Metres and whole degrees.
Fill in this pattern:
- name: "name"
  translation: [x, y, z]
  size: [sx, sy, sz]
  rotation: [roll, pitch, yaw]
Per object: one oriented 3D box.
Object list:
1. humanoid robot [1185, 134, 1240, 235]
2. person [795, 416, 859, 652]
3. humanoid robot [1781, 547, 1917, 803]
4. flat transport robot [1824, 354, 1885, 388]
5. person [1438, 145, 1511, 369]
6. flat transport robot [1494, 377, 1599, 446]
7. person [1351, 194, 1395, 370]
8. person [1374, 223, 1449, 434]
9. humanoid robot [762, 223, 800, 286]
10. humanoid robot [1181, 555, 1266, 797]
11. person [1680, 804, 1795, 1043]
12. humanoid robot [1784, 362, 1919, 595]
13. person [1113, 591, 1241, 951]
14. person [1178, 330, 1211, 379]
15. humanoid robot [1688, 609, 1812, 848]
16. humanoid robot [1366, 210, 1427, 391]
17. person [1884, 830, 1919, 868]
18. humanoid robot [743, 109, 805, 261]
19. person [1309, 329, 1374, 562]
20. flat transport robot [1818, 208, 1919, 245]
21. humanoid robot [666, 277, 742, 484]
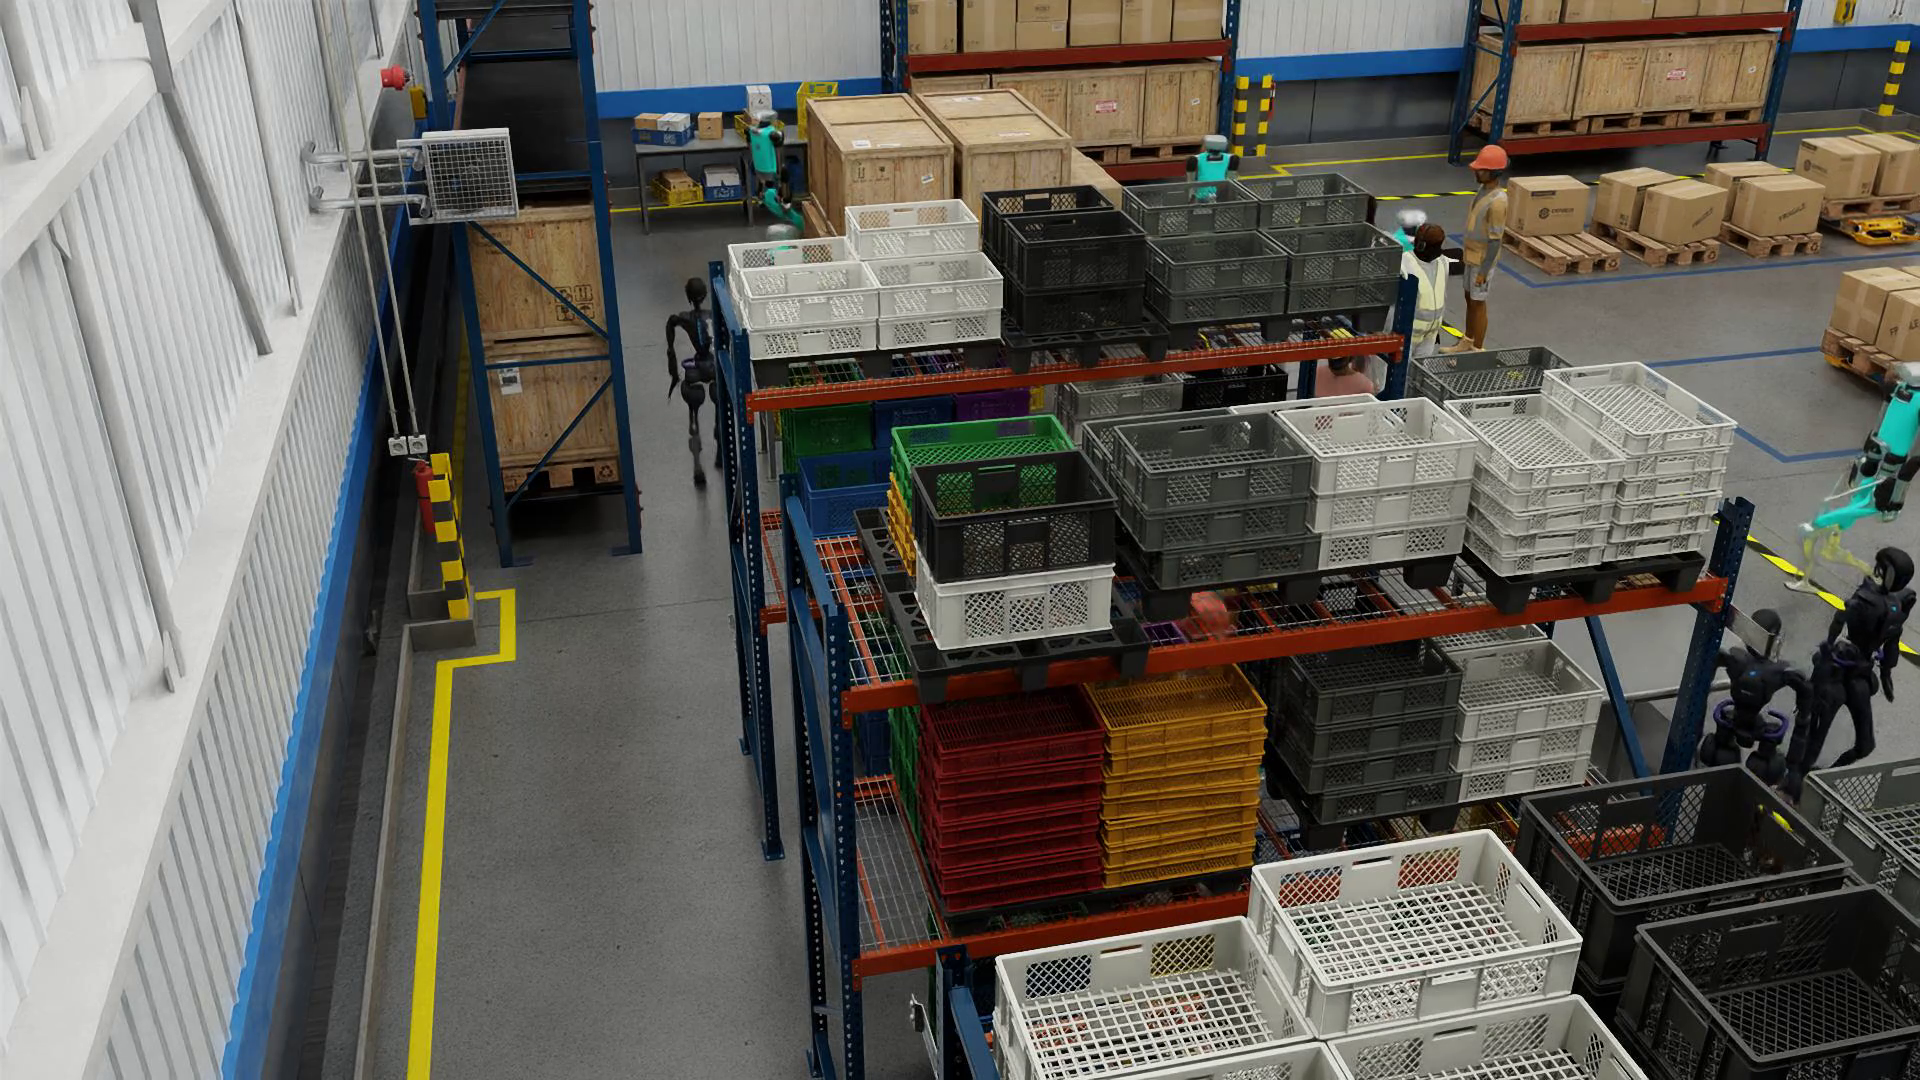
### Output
- name: "humanoid robot"
  translation: [2.490, -2.974, 16.178]
  size: [0.531, 1.779, 1.007]
  rotation: [-3, 28, -6]
- name: "person"
  translation: [-0.835, -0.048, 10.460]
  size: [0.503, 1.837, 0.344]
  rotation: [-20, 34, -33]
- name: "humanoid robot"
  translation: [4.865, 0.755, 9.097]
  size: [0.616, 1.643, 0.339]
  rotation: [-10, 29, -18]
- name: "flat transport robot"
  translation: [8.473, -1.467, 14.800]
  size: [0.652, 0.197, 1.431]
  rotation: [-6, 28, -12]
- name: "person"
  translation: [4.653, -2.536, 14.955]
  size: [0.371, 2.046, 0.604]
  rotation: [1, 28, 2]
- name: "flat transport robot"
  translation: [4.780, -1.036, 14.013]
  size: [0.659, 0.231, 1.431]
  rotation: [-6, 28, -12]
- name: "person"
  translation: [3.402, -1.994, 14.119]
  size: [0.603, 1.886, 0.909]
  rotation: [-3, 28, -5]
- name: "person"
  translation: [3.711, -1.696, 13.591]
  size: [0.622, 1.837, 0.429]
  rotation: [-15, 31, -26]
- name: "humanoid robot"
  translation: [-1.136, -1.708, 13.736]
  size: [0.941, 1.756, 0.613]
  rotation: [6, 28, 12]
- name: "humanoid robot"
  translation: [1.473, 0.879, 8.864]
  size: [0.824, 1.820, 0.540]
  rotation: [-5, 28, -10]
- name: "person"
  translation: [3.299, 1.830, 6.913]
  size: [0.602, 1.825, 0.765]
  rotation: [15, 31, 26]
- name: "humanoid robot"
  translation: [5.996, -0.356, 11.169]
  size: [1.041, 1.729, 0.550]
  rotation: [-1, 28, -2]
- name: "person"
  translation: [1.165, 1.156, 8.008]
  size: [1.068, 1.986, 0.623]
  rotation: [-3, 28, -6]
- name: "person"
  translation: [1.542, -0.535, 11.360]
  size: [0.320, 1.862, 0.512]
  rotation: [-24, 36, -38]
- name: "humanoid robot"
  translation: [4.042, 1.064, 8.520]
  size: [0.604, 1.635, 0.443]
  rotation: [20, 34, 33]
- name: "humanoid robot"
  translation: [3.702, -2.051, 14.375]
  size: [0.551, 1.776, 0.851]
  rotation: [-4, 28, -8]
- name: "person"
  translation: [4.073, 1.777, 7.110]
  size: [0.538, 1.728, 0.489]
  rotation: [-11, 30, -20]
- name: "humanoid robot"
  translation: [-1.793, -3.643, 17.472]
  size: [0.548, 1.859, 0.840]
  rotation: [23, 35, 36]
- name: "person"
  translation: [2.601, -0.656, 11.685]
  size: [0.532, 1.765, 0.324]
  rotation: [21, 34, 34]
- name: "flat transport robot"
  translation: [10.202, -3.704, 19.045]
  size: [0.652, 0.197, 1.431]
  rotation: [-6, 28, -12]
- name: "humanoid robot"
  translation: [-1.982, -1.240, 12.937]
  size: [0.599, 1.656, 0.668]
  rotation: [-3, 28, -7]
